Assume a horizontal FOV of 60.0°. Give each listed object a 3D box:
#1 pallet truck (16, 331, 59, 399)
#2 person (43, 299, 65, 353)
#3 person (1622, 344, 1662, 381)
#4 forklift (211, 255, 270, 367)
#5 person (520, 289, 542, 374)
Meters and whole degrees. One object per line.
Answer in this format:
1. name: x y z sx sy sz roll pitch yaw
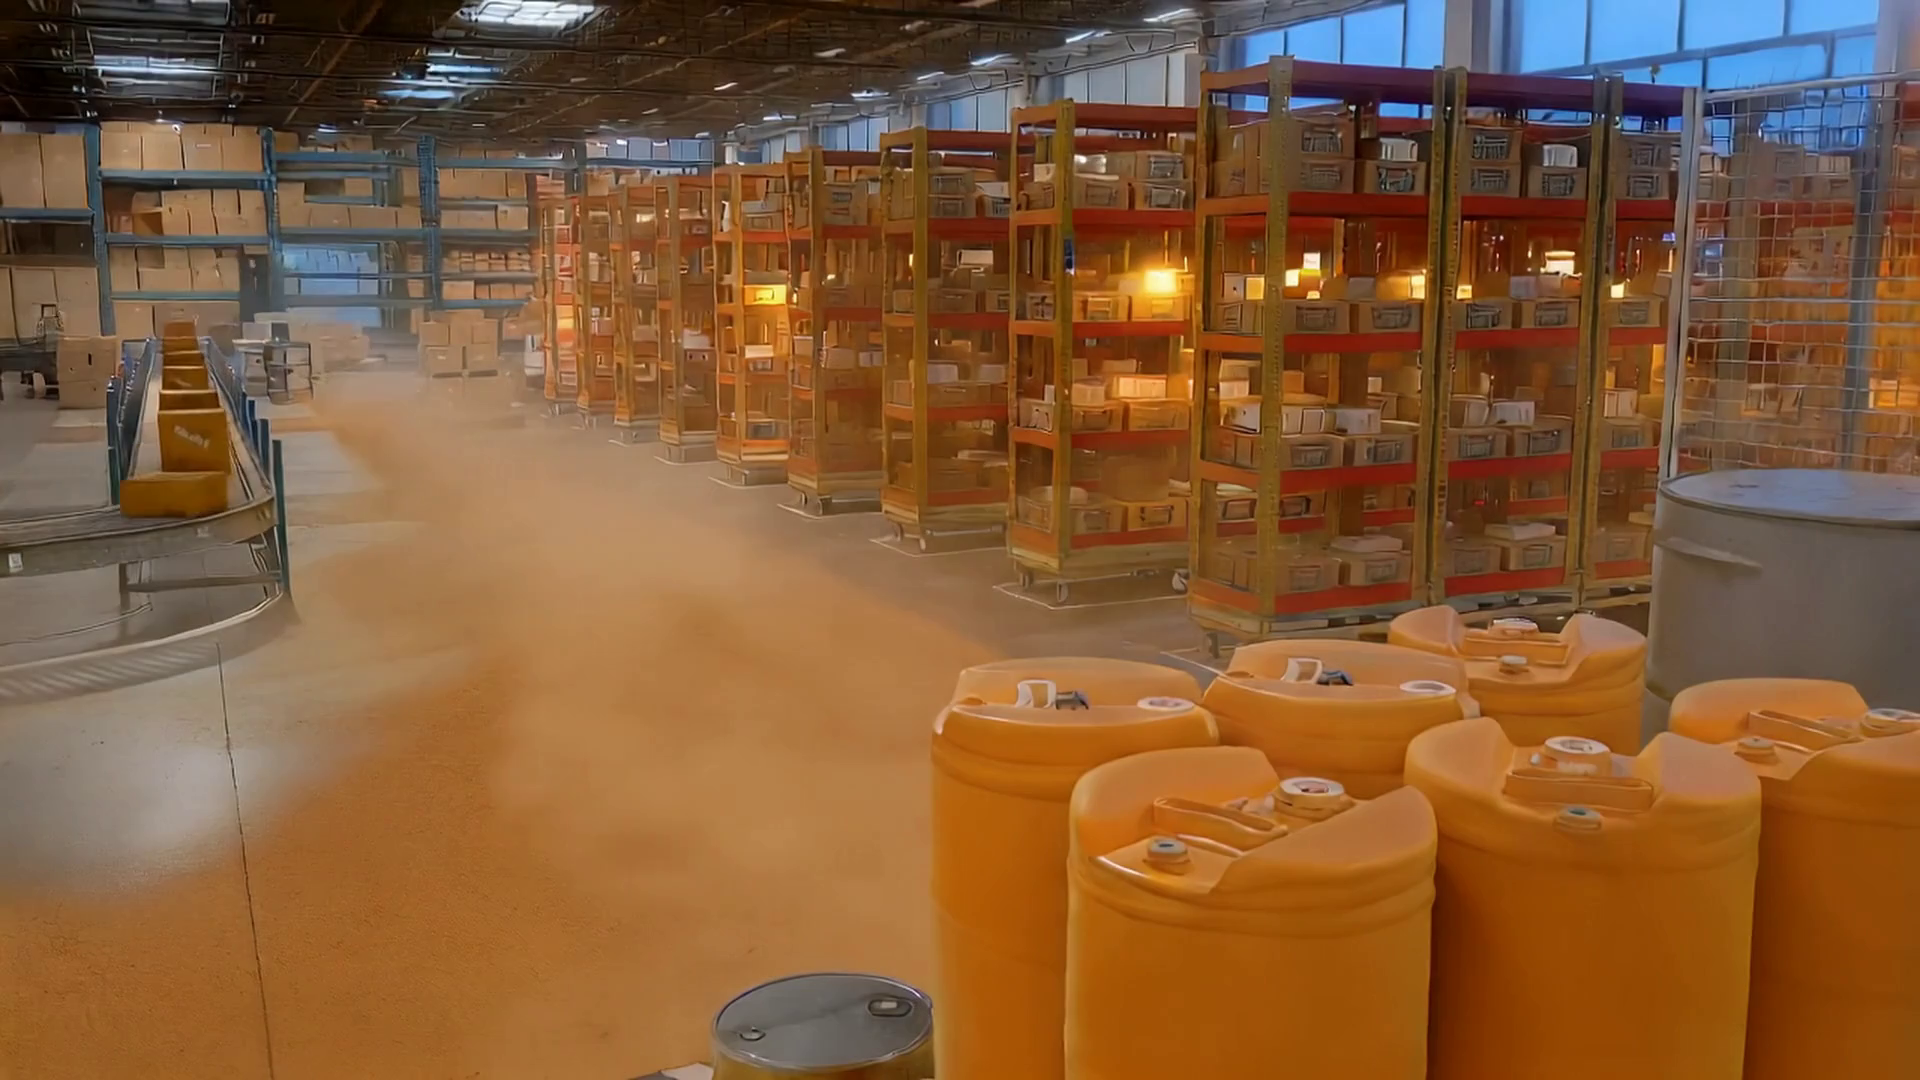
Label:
1. pallet truck: -17.082 -3.353 31.781 1.630 1.274 0.653 -4 10 -25
2. person: -20.564 -4.587 37.883 0.570 1.808 0.614 -4 10 -24
3. person: 7.063 -1.293 17.361 0.591 1.827 0.451 -4 10 -23
4. forklift: -17.527 -5.680 41.330 1.873 2.768 1.129 2 9 9
5. person: -10.111 -4.924 39.377 0.375 1.995 0.611 9 12 43
